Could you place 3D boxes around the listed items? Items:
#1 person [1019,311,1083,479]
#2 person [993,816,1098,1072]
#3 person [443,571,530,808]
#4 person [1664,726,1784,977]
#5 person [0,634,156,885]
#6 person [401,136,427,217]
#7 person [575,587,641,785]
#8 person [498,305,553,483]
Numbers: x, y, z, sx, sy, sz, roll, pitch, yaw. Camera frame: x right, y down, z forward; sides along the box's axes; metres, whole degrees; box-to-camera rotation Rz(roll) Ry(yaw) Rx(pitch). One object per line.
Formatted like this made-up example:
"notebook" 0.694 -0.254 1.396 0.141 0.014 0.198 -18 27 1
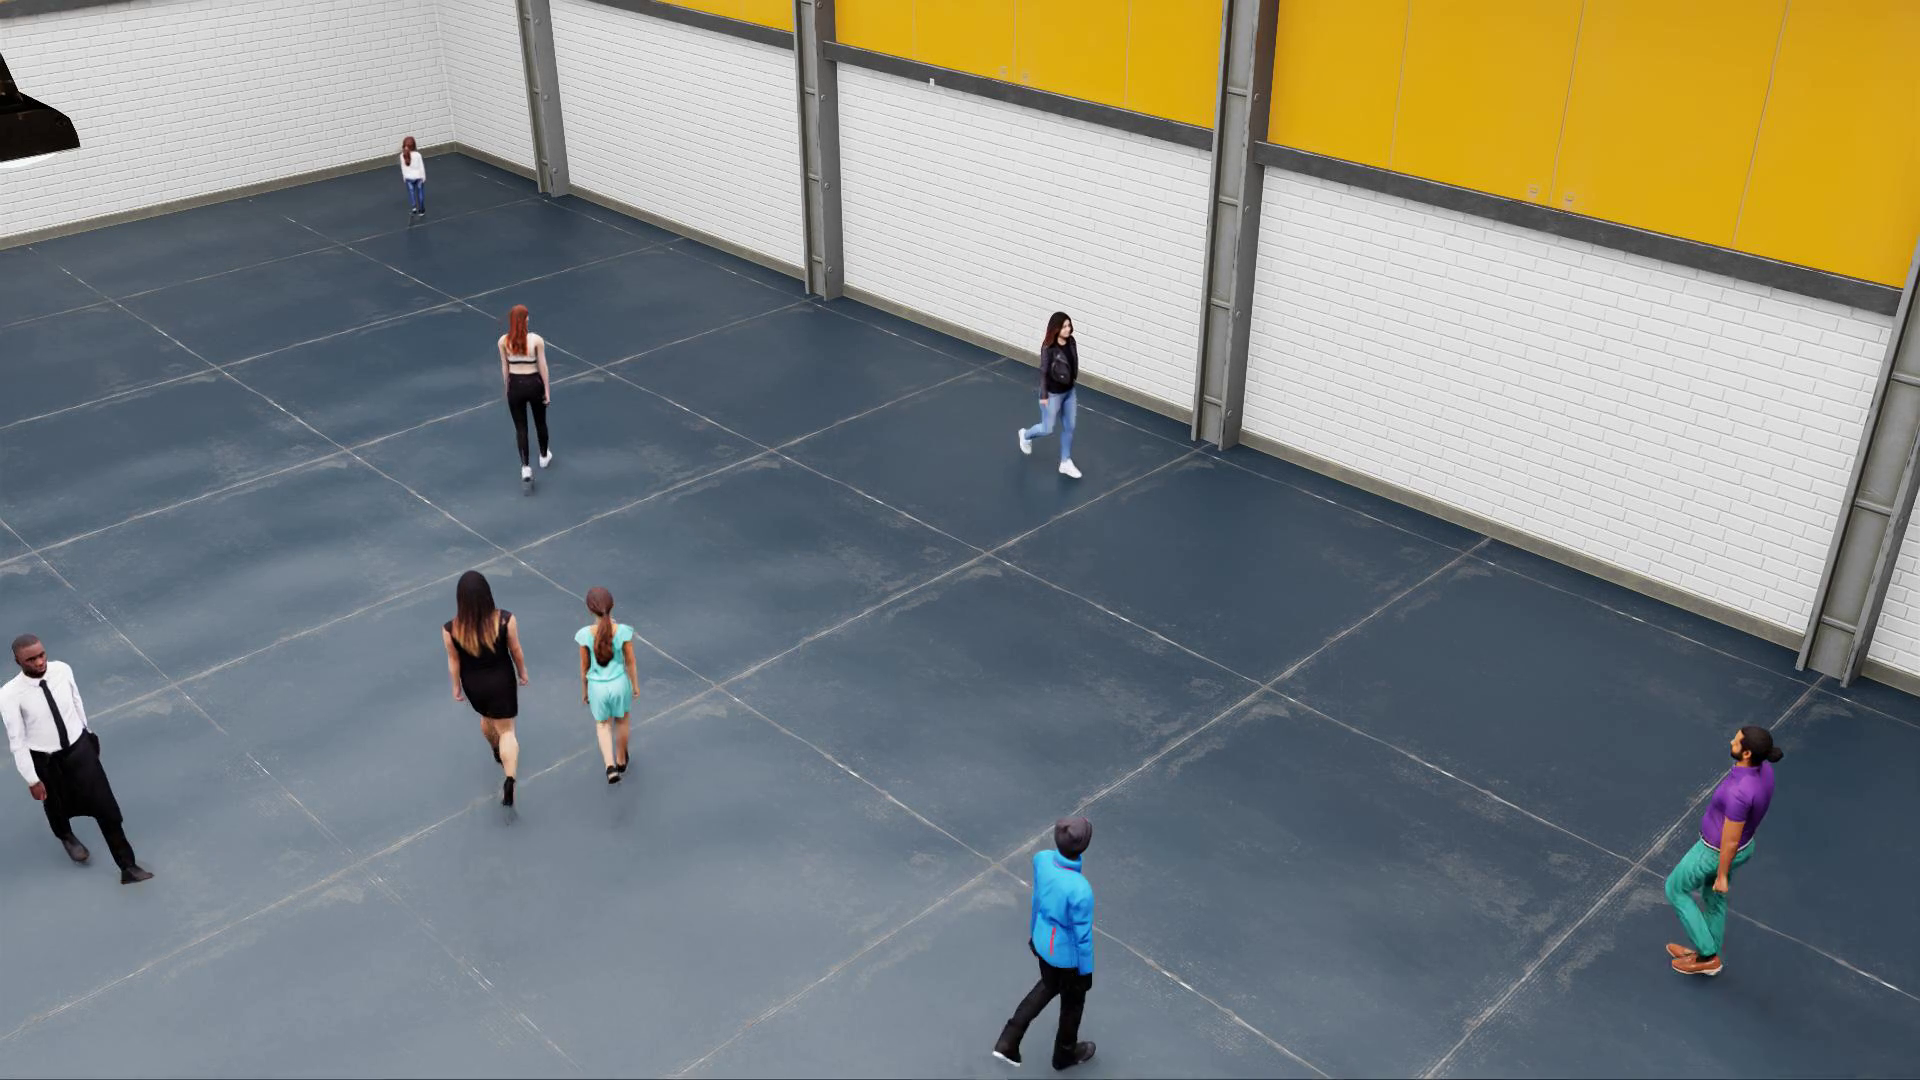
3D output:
"person" 0.881 -1.399 15.821 0.938 1.612 0.627 25 37 38
"person" 0.471 2.243 8.967 0.774 1.781 0.869 -18 34 -30
"person" -3.174 1.037 11.284 1.002 1.680 1.162 -6 29 -11
"person" 4.535 1.857 9.702 0.633 1.755 0.620 26 38 38
"person" -5.763 1.368 10.564 1.280 1.788 0.812 19 34 31
"person" -7.563 -5.022 22.993 0.545 1.103 0.600 -4 29 -7
"person" -2.405 1.043 11.415 0.810 1.545 0.912 -5 29 -9
"person" -4.098 -1.354 15.623 0.965 1.722 1.101 -3 29 -6
